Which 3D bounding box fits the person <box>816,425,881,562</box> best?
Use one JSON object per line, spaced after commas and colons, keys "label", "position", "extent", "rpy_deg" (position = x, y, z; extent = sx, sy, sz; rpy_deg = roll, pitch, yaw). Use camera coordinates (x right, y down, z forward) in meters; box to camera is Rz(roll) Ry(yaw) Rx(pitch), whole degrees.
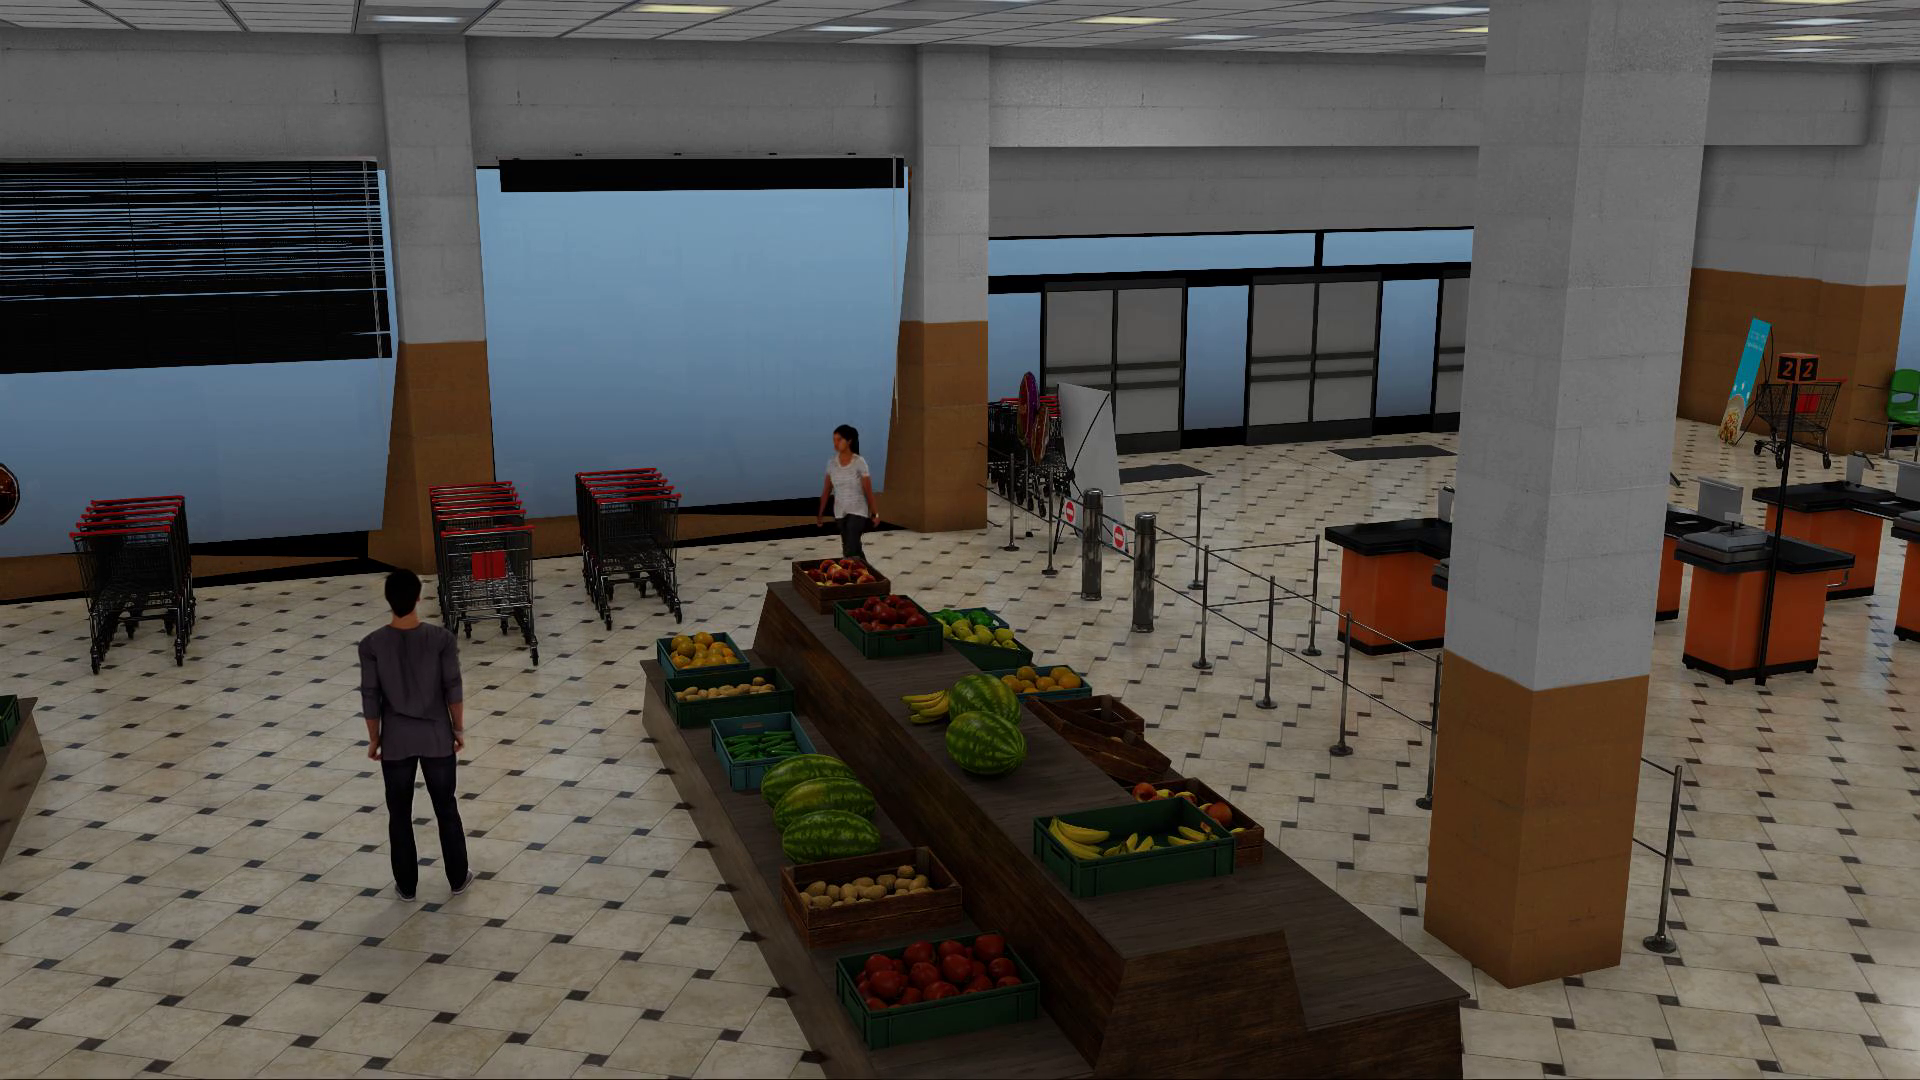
{"label": "person", "position": [-0.925, -0.223, 14.926], "extent": [1.085, 1.597, 1.048], "rpy_deg": [9, 17, 34]}

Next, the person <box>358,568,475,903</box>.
{"label": "person", "position": [-2.969, 1.064, 9.077], "extent": [0.685, 1.853, 0.558], "rpy_deg": [-4, 14, -15]}
